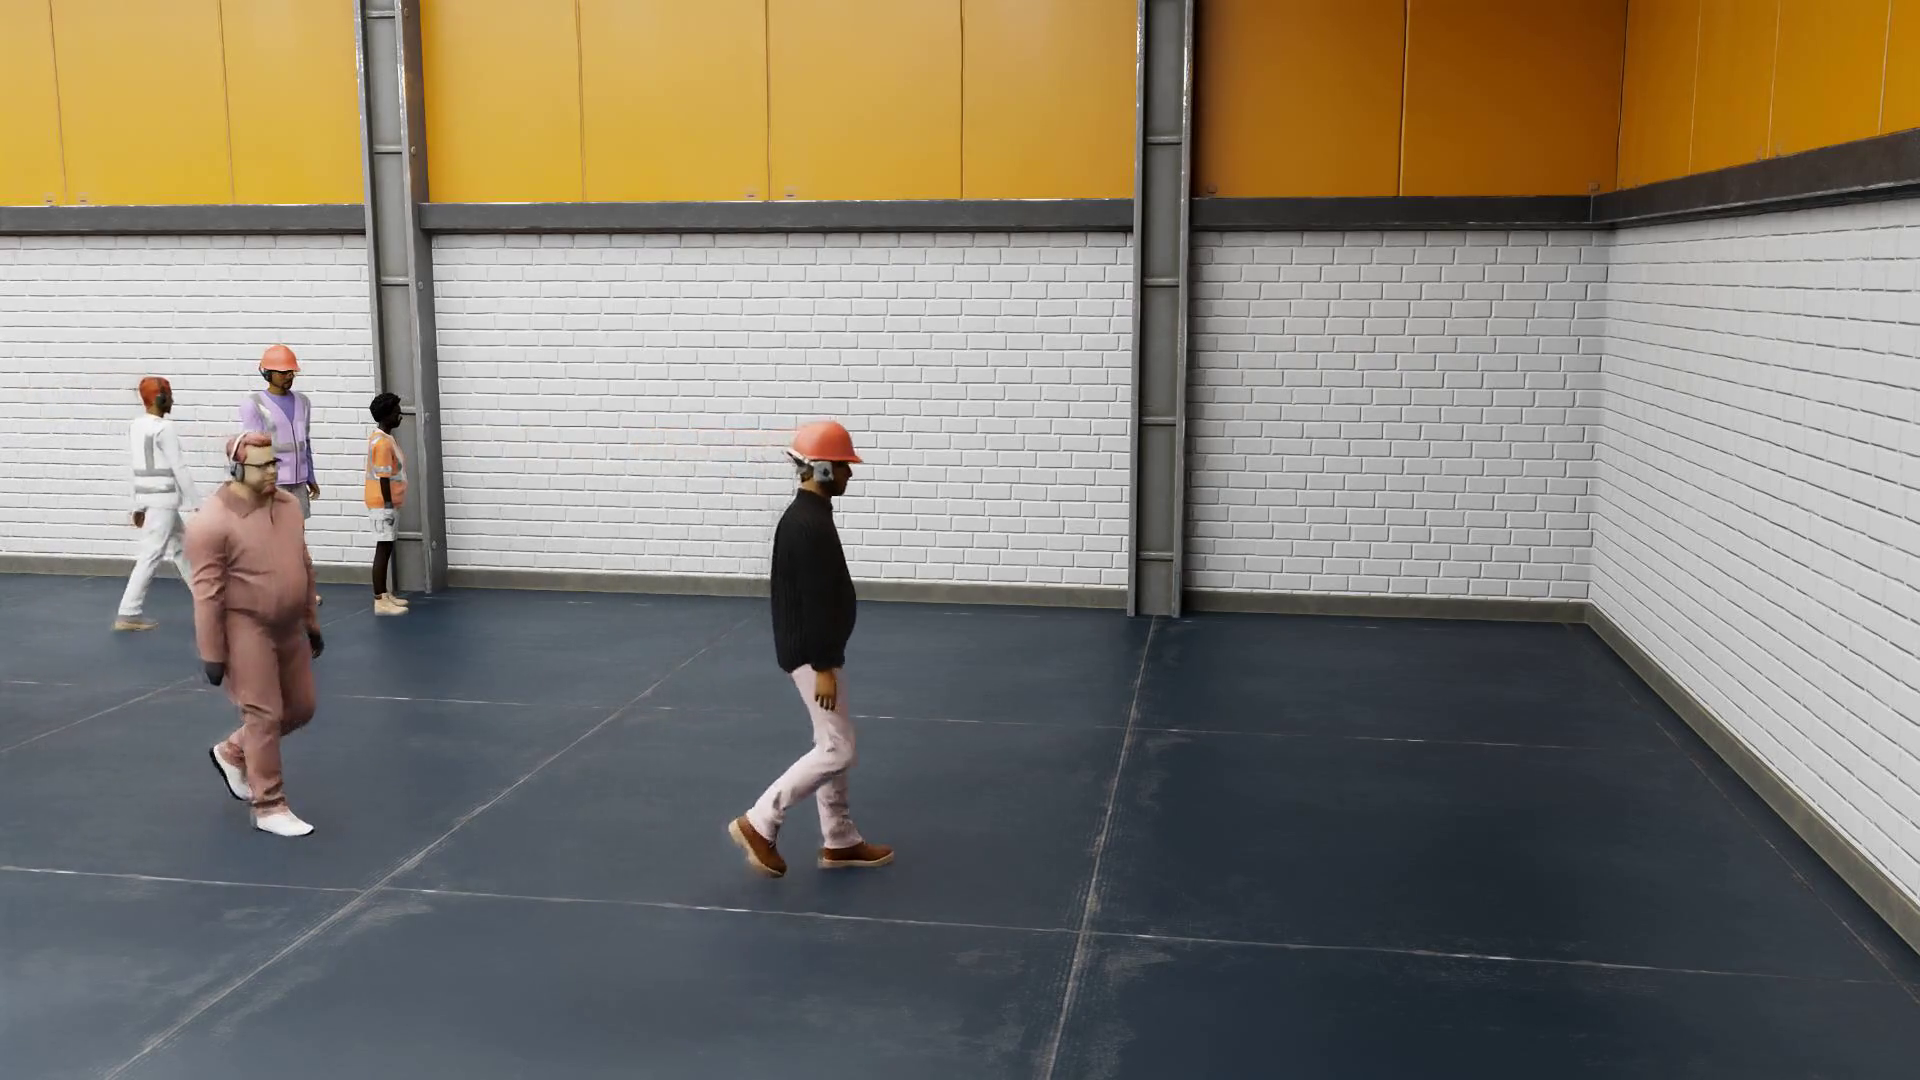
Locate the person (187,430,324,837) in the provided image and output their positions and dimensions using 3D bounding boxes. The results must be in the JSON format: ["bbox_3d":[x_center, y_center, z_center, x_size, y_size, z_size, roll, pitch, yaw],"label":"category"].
[{"bbox_3d":[-3.293,0.423,7.705,0.603,1.886,0.652,3,10,18],"label":"person"}]

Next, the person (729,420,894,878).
[{"bbox_3d":[-0.622,0.480,7.064,0.644,1.979,0.667,-1,9,-6],"label":"person"}]

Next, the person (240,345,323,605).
[{"bbox_3d":[-5.171,-0.472,12.758,0.390,2.039,0.615,5,10,27],"label":"person"}]

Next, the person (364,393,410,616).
[{"bbox_3d":[-4.353,-0.273,12.622,0.321,1.690,0.532,-3,10,-18],"label":"person"}]

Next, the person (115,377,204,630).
[{"bbox_3d":[-5.835,-0.278,12.222,0.955,1.841,0.586,-9,13,-44],"label":"person"}]
